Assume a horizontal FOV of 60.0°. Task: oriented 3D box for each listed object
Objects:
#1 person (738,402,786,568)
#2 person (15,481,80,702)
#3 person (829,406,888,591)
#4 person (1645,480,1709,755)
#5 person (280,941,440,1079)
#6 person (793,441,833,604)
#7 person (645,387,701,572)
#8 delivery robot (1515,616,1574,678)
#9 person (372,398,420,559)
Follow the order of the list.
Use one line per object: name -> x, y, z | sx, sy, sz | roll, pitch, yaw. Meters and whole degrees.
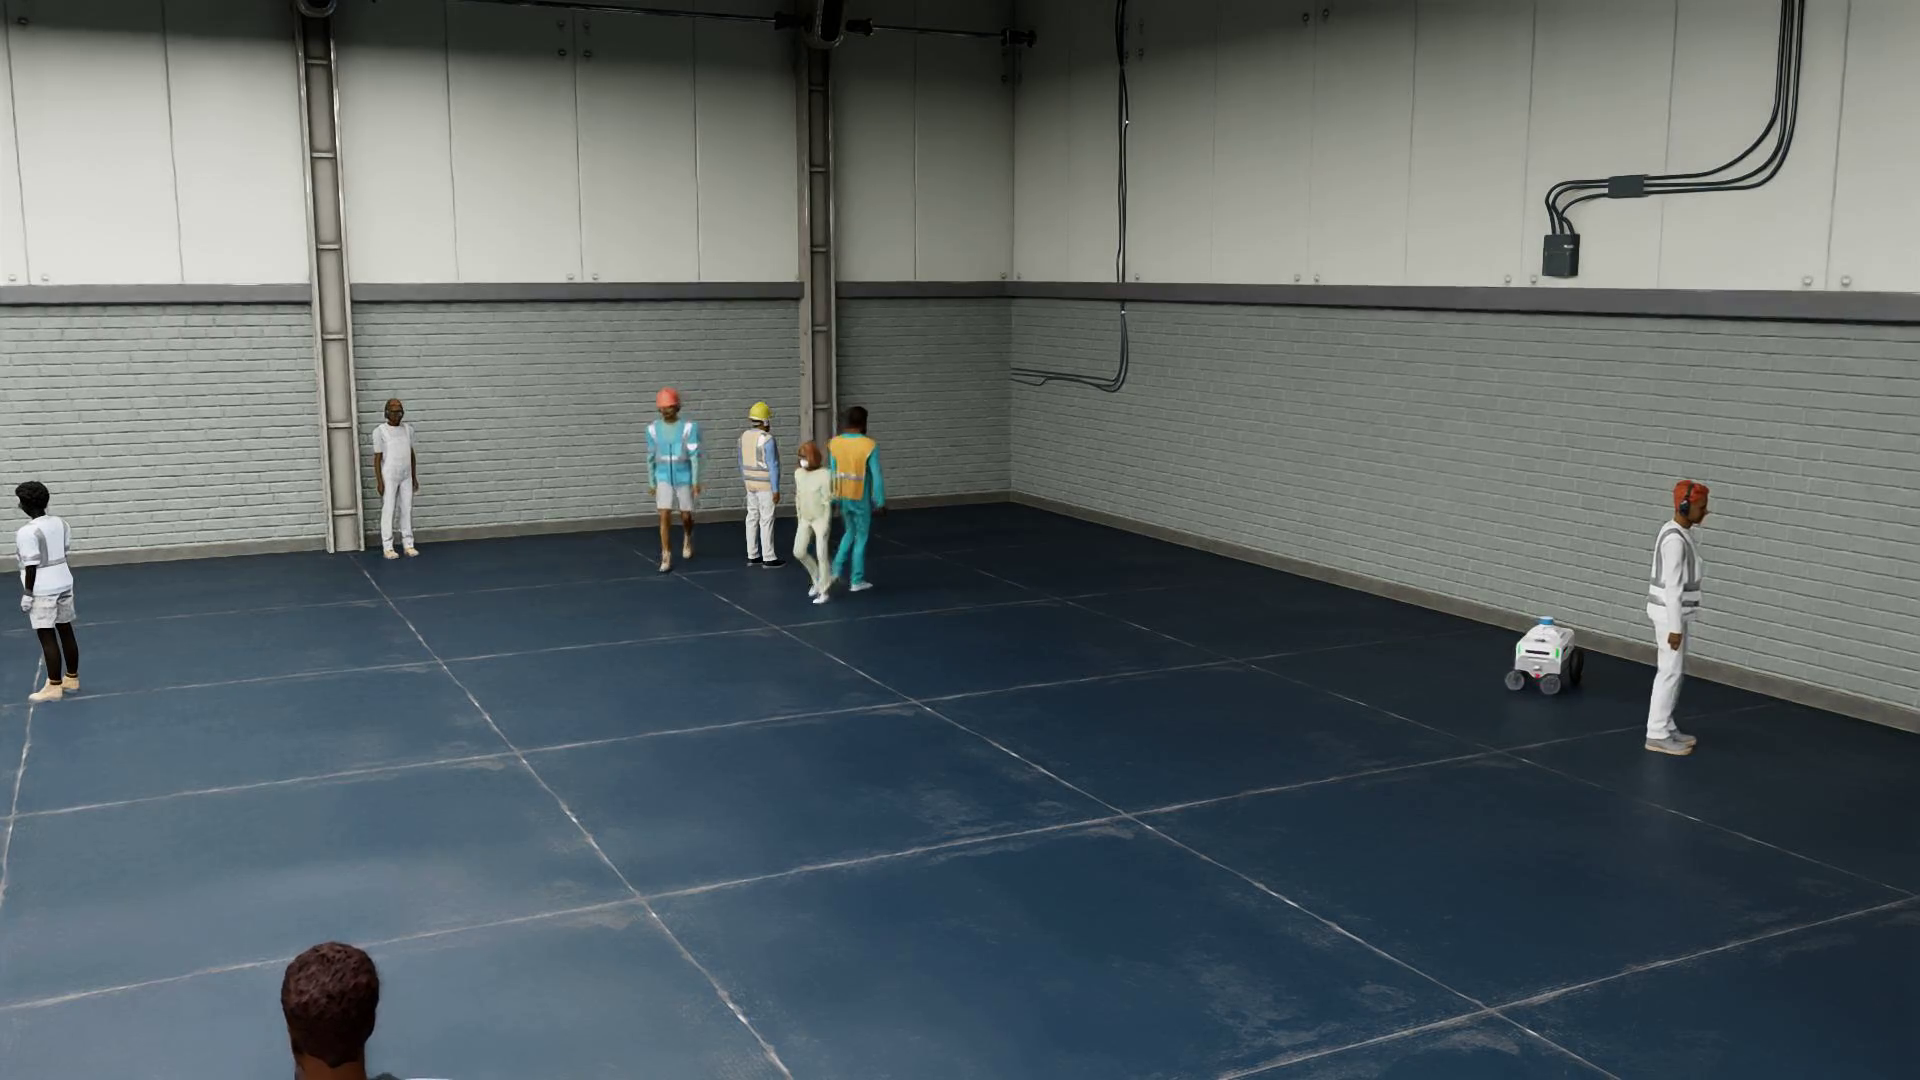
person -> -2.180, -0.604, 18.377 | 0.404, 1.837, 0.593 | -9, 13, -44
person -> -6.981, 0.388, 12.707 | 0.321, 1.692, 0.529 | 0, 9, 3
person -> -1.061, -0.418, 17.043 | 0.596, 1.903, 0.446 | 7, 11, 35
person -> 4.875, 0.522, 11.322 | 0.371, 1.876, 0.601 | 4, 10, 25
person -> -1.255, 1.783, 3.477 | 0.597, 1.907, 0.410 | -8, 12, -40
person -> -1.433, -0.167, 16.374 | 0.500, 1.617, 0.352 | 6, 11, 34
person -> -3.148, -0.689, 18.362 | 0.617, 2.017, 0.836 | 0, 9, 0
delivery robot -> 4.608, 0.846, 13.094 | 0.477, 0.478, 0.707 | 5, 11, 28
person -> -6.430, -0.697, 18.972 | 0.341, 1.839, 0.501 | 8, 12, 39
